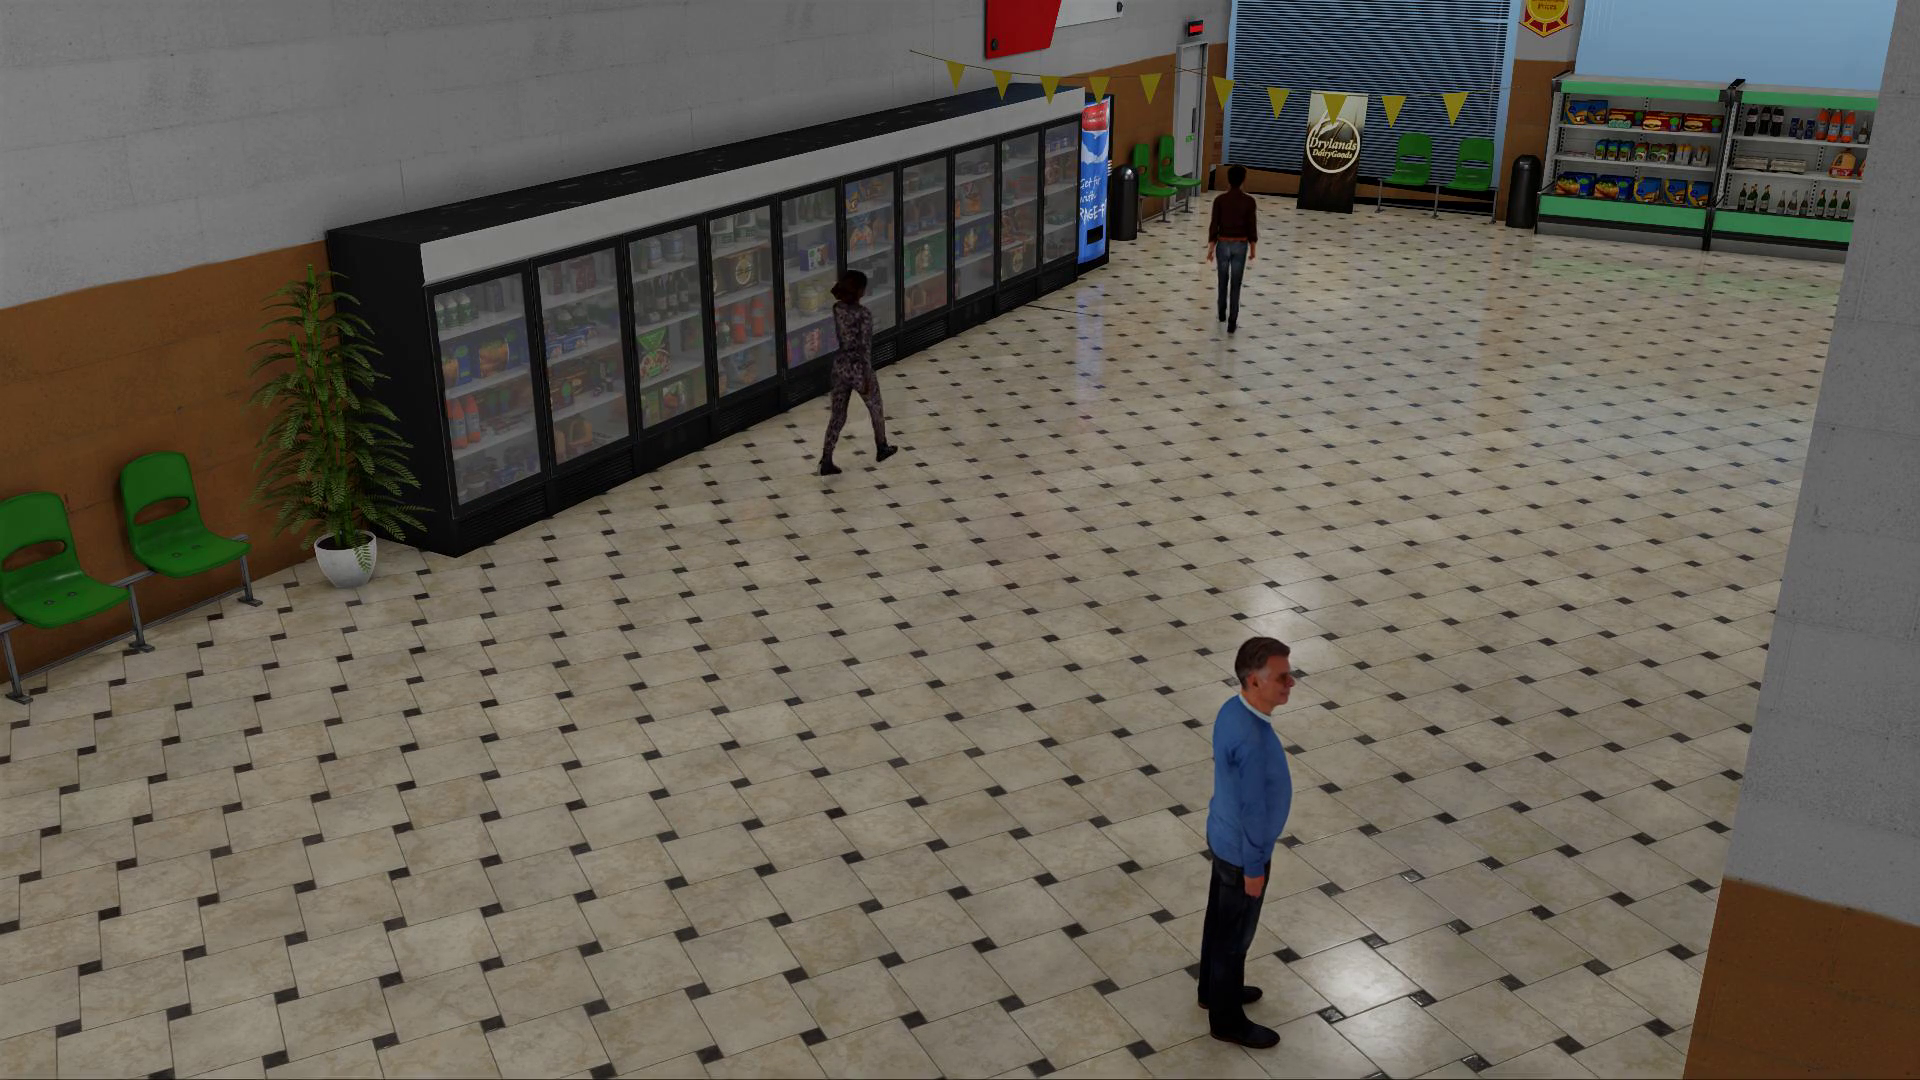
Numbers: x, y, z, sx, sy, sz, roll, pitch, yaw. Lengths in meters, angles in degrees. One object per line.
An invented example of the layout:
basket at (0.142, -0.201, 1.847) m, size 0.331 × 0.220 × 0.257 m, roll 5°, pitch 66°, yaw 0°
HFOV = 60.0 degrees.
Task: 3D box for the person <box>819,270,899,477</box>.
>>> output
person at (-0.929, -1.302, 13.417) m, size 1.105 × 1.670 × 0.754 m, roll 16°, pitch 27°, yaw 35°

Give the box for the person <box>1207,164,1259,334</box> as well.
person at (2.908, -3.061, 17.700) m, size 1.090 × 1.741 × 0.957 m, roll 4°, pitch 22°, yaw 10°

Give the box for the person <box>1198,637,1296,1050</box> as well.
person at (1.165, 1.234, 6.914) m, size 0.732 × 1.813 × 0.736 m, roll 1°, pitch 22°, yaw 1°
